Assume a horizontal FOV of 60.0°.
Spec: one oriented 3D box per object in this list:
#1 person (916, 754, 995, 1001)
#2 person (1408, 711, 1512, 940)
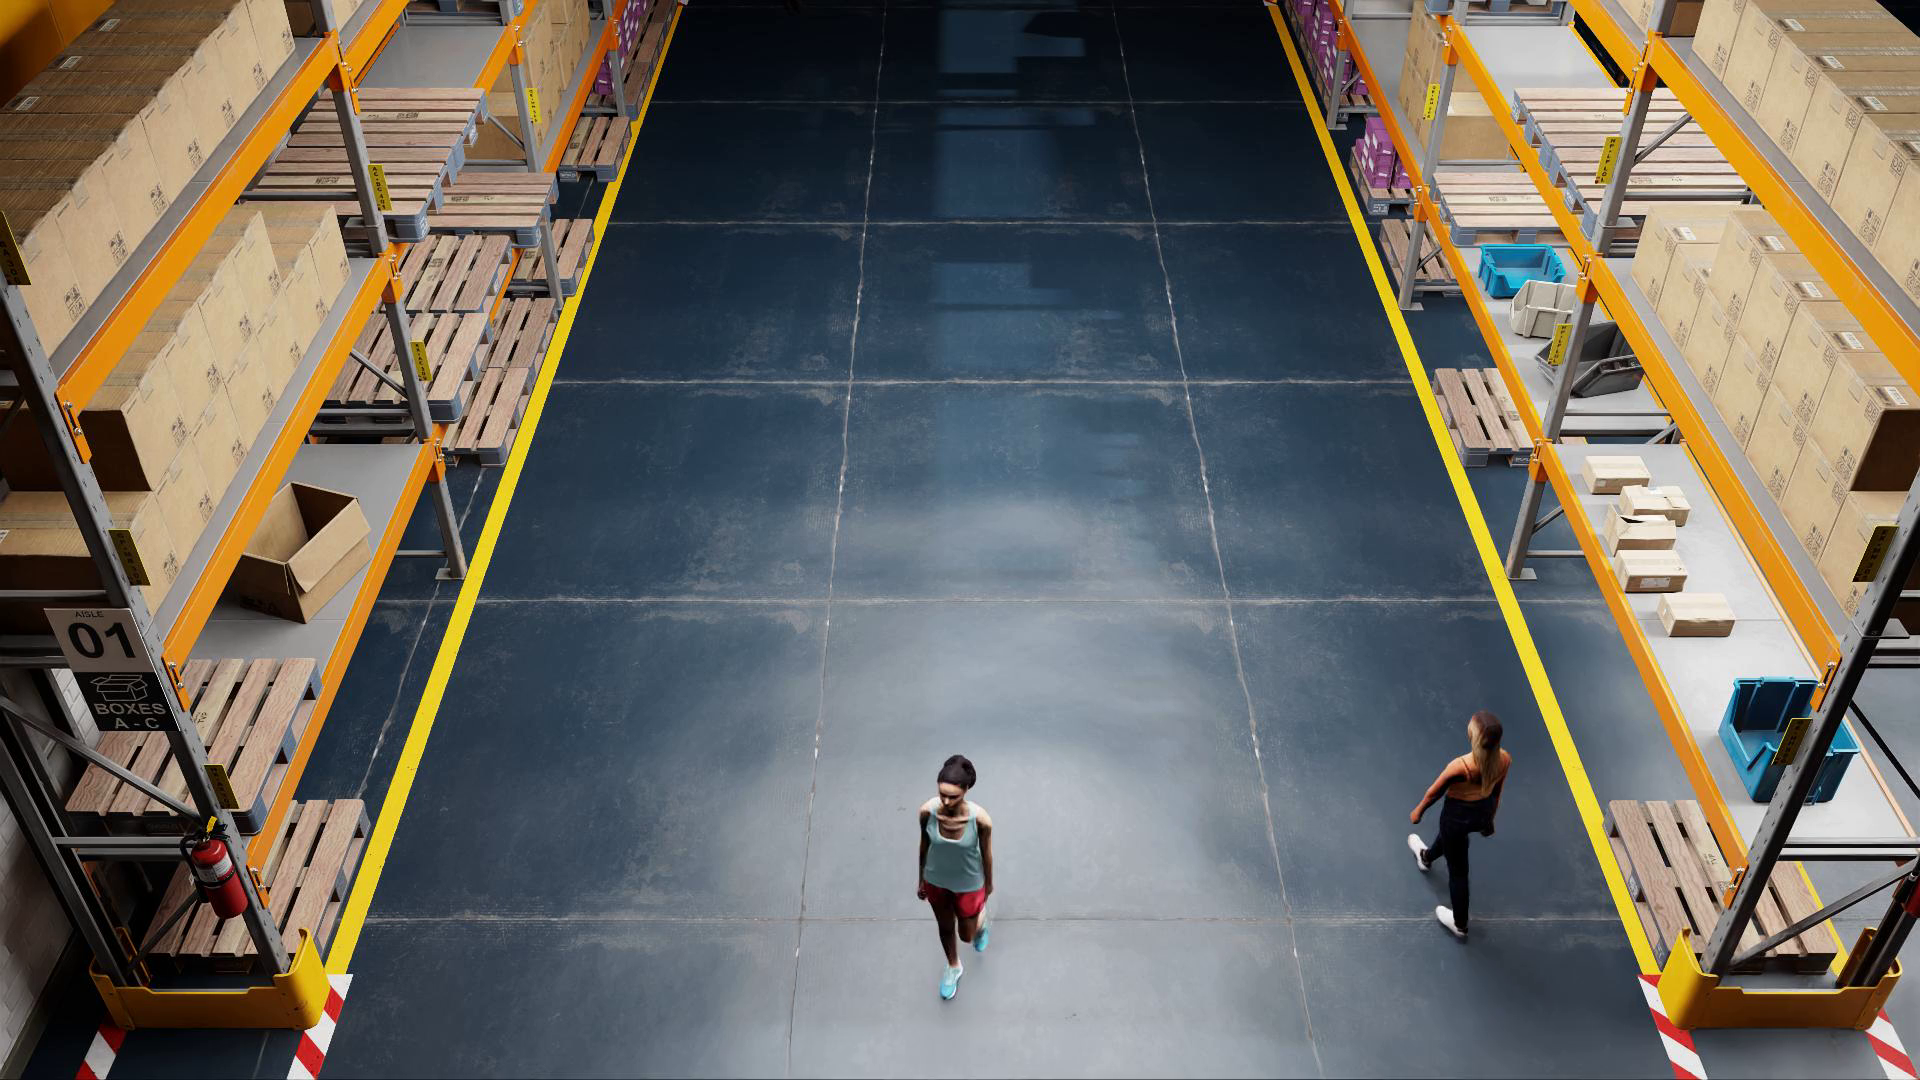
[{"bbox_3d":[-0.009,1.853,9.392,0.702,1.757,0.848,11,40,13],"label":"person"},{"bbox_3d":[2.984,1.704,9.707,0.809,1.596,1.072,-13,40,-16],"label":"person"}]
